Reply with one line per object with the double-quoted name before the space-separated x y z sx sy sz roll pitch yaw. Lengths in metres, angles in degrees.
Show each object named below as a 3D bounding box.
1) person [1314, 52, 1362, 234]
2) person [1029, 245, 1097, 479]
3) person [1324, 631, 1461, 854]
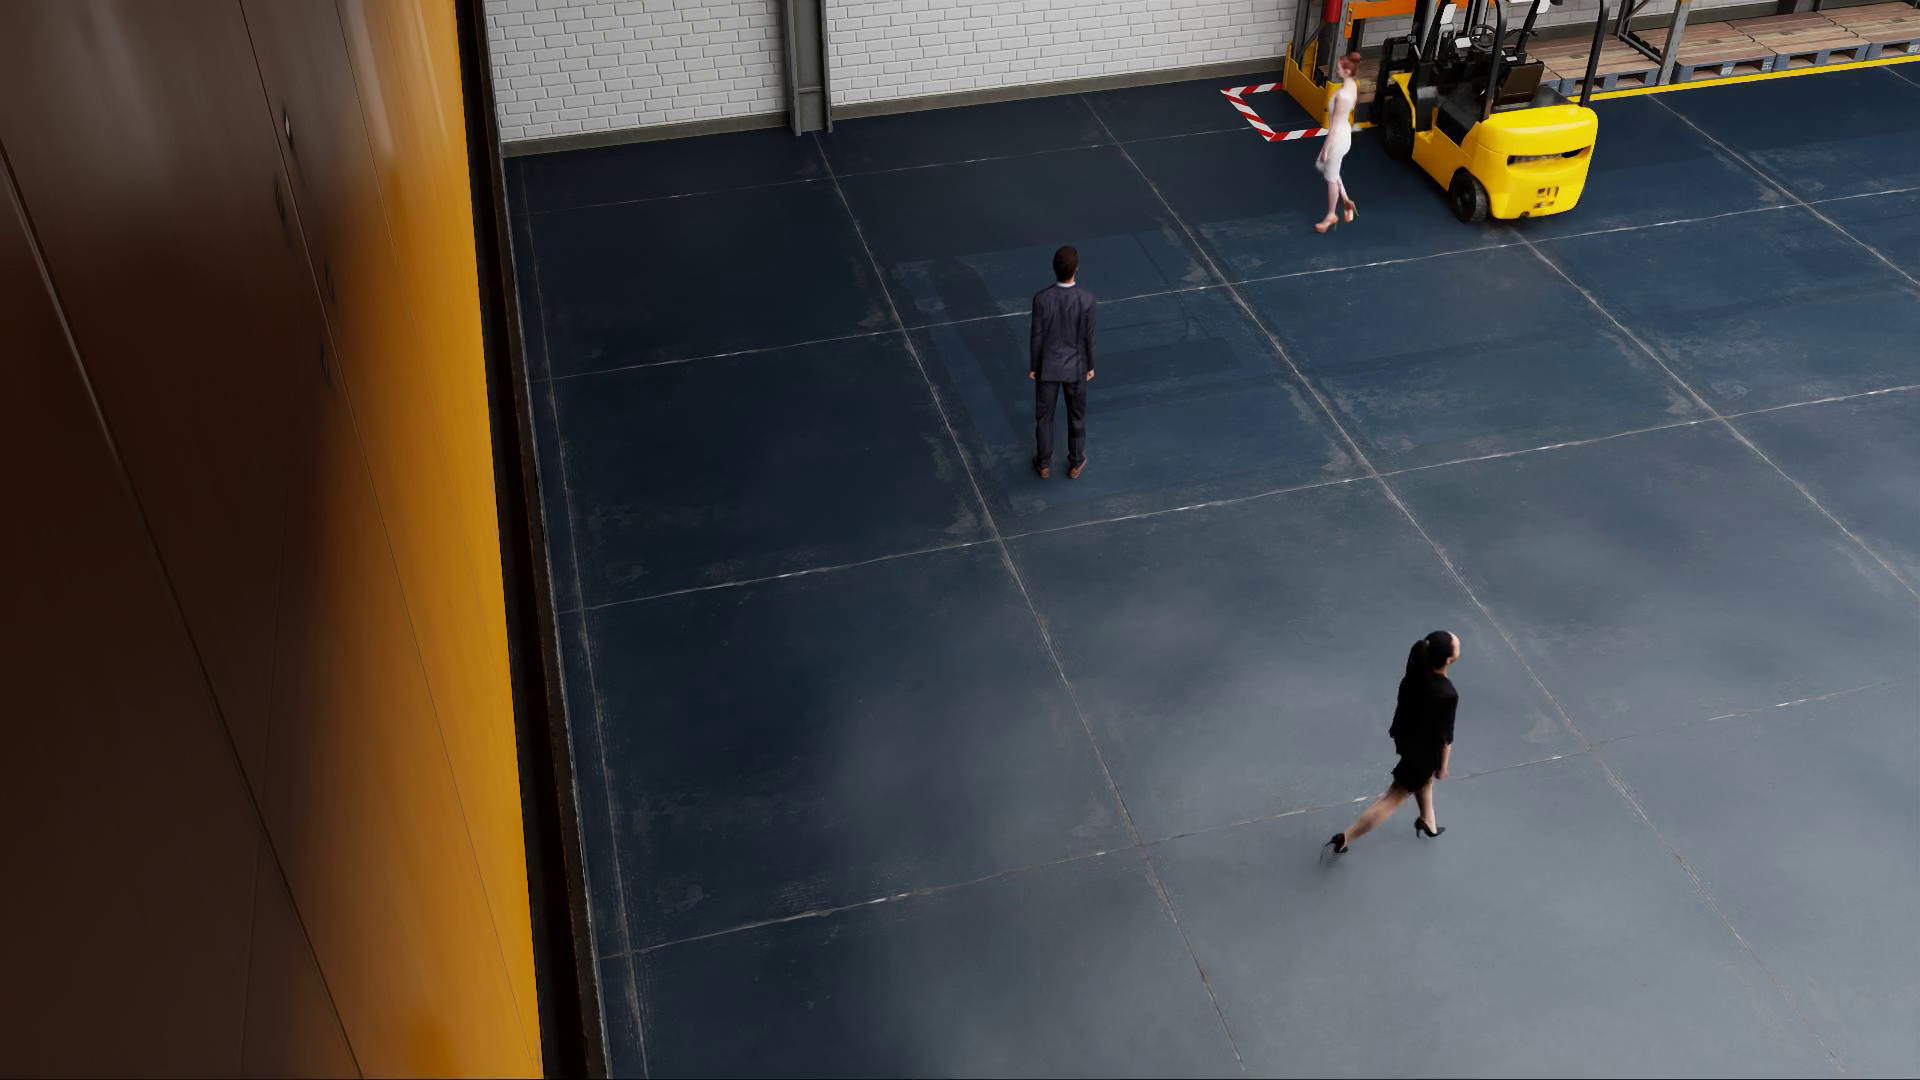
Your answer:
"person" 3.523 -3.569 15.112 0.862 1.781 0.794 15 41 18
"person" 0.741 -1.285 12.184 0.613 1.866 0.762 1 39 1
"person" 2.467 1.187 9.250 1.011 1.663 0.604 -9 39 -11
